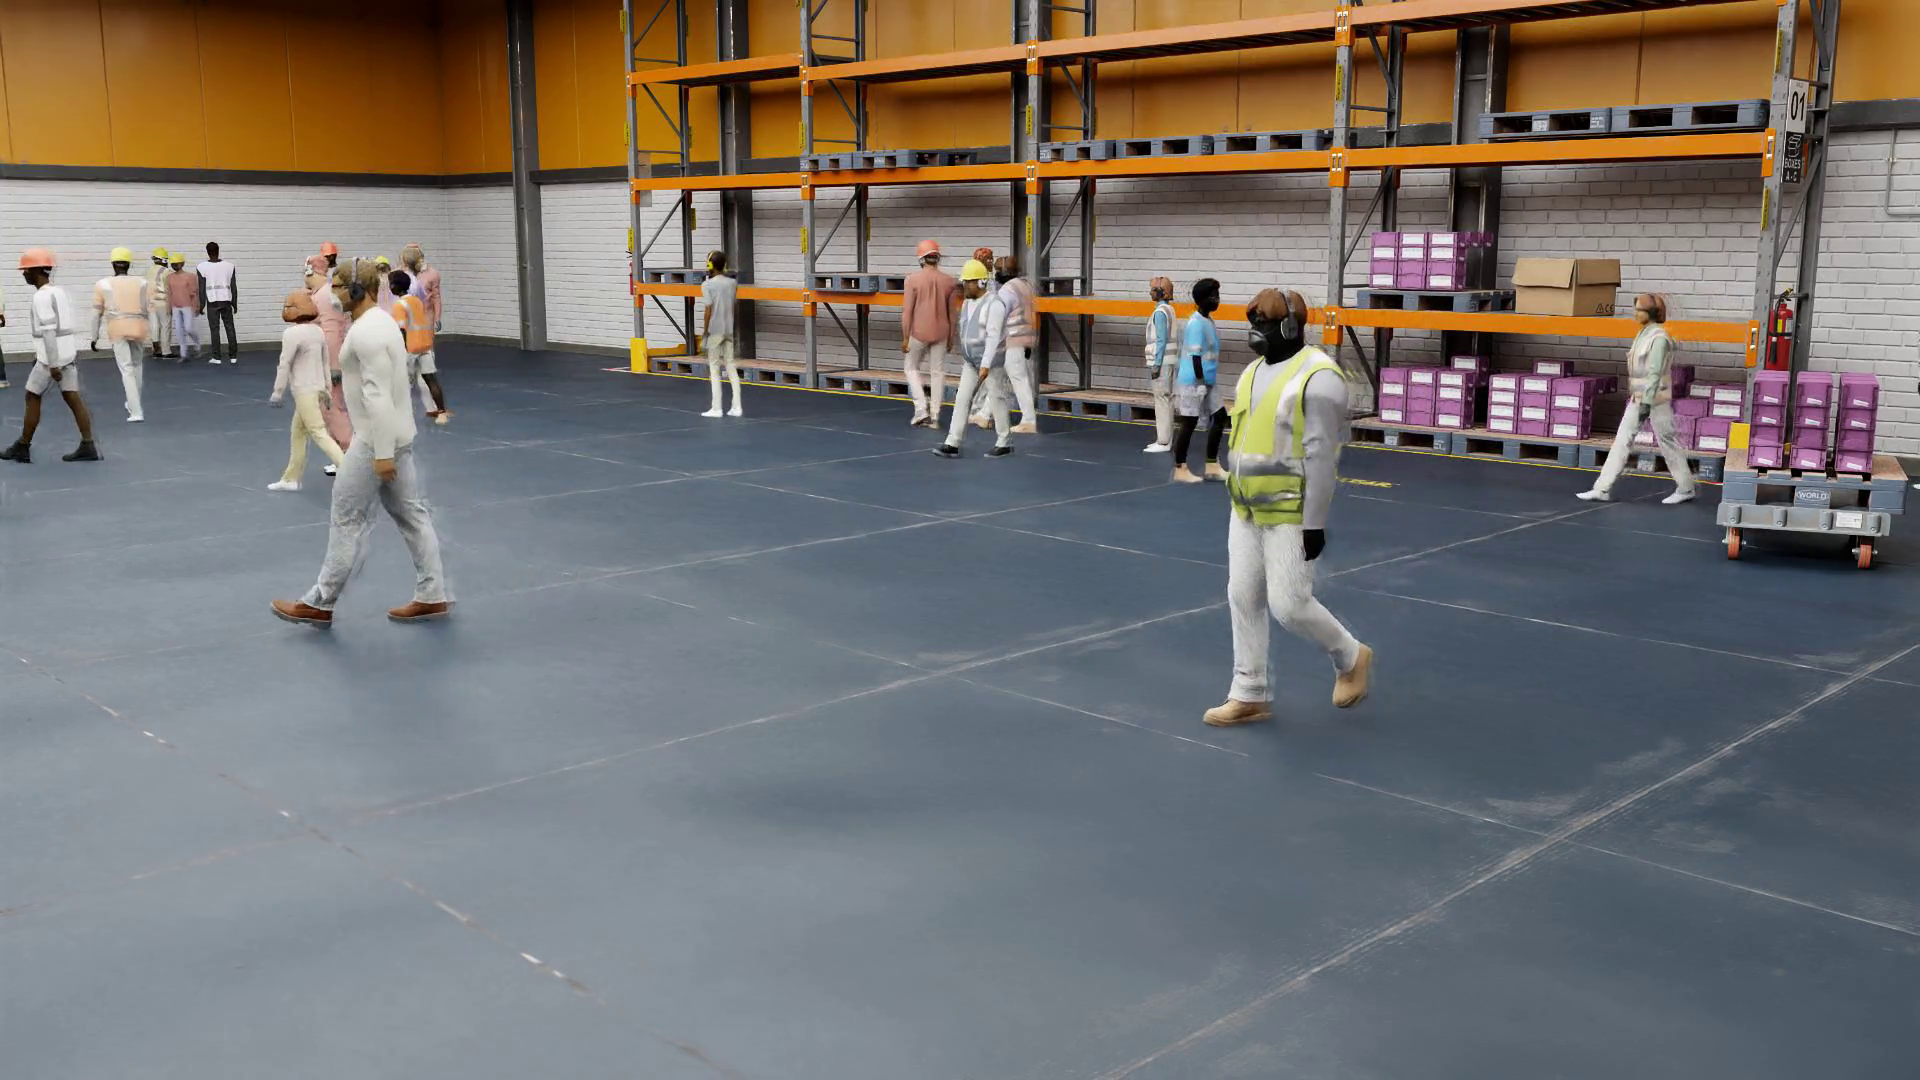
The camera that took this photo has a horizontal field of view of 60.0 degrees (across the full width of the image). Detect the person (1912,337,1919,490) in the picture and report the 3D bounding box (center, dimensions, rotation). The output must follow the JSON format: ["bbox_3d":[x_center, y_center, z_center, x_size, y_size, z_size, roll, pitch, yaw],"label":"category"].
[{"bbox_3d":[7.758,-1.277,12.966,0.448,1.883,0.668,-4,11,-21],"label":"person"}]

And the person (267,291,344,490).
[{"bbox_3d":[-5.106,-1.153,13.054,0.834,1.592,0.501,1,10,5],"label":"person"}]

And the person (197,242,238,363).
[{"bbox_3d":[-11.755,-3.754,26.366,0.588,1.913,0.390,-9,13,-39],"label":"person"}]

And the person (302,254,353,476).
[{"bbox_3d":[-5.388,-1.497,14.202,0.421,1.863,0.719,-4,11,-21],"label":"person"}]

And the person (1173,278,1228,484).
[{"bbox_3d":[2.024,-1.275,13.478,0.612,1.672,0.561,4,11,21],"label":"person"}]

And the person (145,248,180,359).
[{"bbox_3d":[-13.086,-3.872,27.293,0.608,1.821,0.414,7,12,33],"label":"person"}]

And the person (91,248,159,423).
[{"bbox_3d":[-9.164,-2.241,18.208,0.612,1.878,0.970,-10,14,-43],"label":"person"}]

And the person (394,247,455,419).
[{"bbox_3d":[-6.063,-2.234,18.121,0.929,1.908,0.628,-6,12,-28],"label":"person"}]

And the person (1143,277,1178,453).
[{"bbox_3d":[1.882,-1.635,15.558,0.307,1.639,0.525,3,11,14],"label":"person"}]

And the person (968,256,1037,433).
[{"bbox_3d":[0.398,-2.001,17.119,0.934,1.796,0.654,3,11,15],"label":"person"}]

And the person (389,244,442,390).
[{"bbox_3d":[-7.062,-2.877,21.583,0.651,1.911,0.409,-3,11,-14],"label":"person"}]

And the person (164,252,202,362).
[{"bbox_3d":[-12.414,-3.699,26.514,0.532,1.757,0.358,1,10,8],"label":"person"}]

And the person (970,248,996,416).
[{"bbox_3d":[0.254,-2.290,18.460,0.347,1.882,0.584,5,12,26],"label":"person"}]

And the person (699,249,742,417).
[{"bbox_3d":[-2.675,-2.301,18.566,0.329,1.869,0.529,10,14,43],"label":"person"}]

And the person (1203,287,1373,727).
[{"bbox_3d":[1.359,-0.126,6.838,0.635,1.817,0.629,-5,12,-26],"label":"person"}]

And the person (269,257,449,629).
[{"bbox_3d":[-3.132,-0.486,8.560,0.949,1.897,0.663,-2,11,-10],"label":"person"}]

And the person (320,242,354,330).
[{"bbox_3d":[-9.036,-3.333,24.042,0.559,1.925,0.445,1,10,3],"label":"person"}]

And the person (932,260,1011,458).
[{"bbox_3d":[0.133,-1.605,14.964,0.840,1.789,0.605,-8,13,-37],"label":"person"}]

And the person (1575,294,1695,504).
[{"bbox_3d":[5.164,-1.045,12.474,0.879,1.587,0.526,0,10,1],"label":"person"}]

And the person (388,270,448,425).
[{"bbox_3d":[-5.760,-2.025,17.627,0.603,1.665,0.551,2,11,12],"label":"person"}]

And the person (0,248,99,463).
[{"bbox_3d":[-8.207,-1.627,14.798,0.928,1.894,0.551,-1,10,-5],"label":"person"}]

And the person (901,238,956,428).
[{"bbox_3d":[-0.339,-2.162,17.484,0.648,1.981,0.456,-5,11,-25],"label":"person"}]

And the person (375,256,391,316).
[{"bbox_3d":[-8.057,-3.110,23.331,0.536,1.737,0.743,1,10,5],"label":"person"}]

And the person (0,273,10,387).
[{"bbox_3d":[-13.025,-3.011,22.097,0.612,1.991,0.391,-5,11,-24],"label":"person"}]
